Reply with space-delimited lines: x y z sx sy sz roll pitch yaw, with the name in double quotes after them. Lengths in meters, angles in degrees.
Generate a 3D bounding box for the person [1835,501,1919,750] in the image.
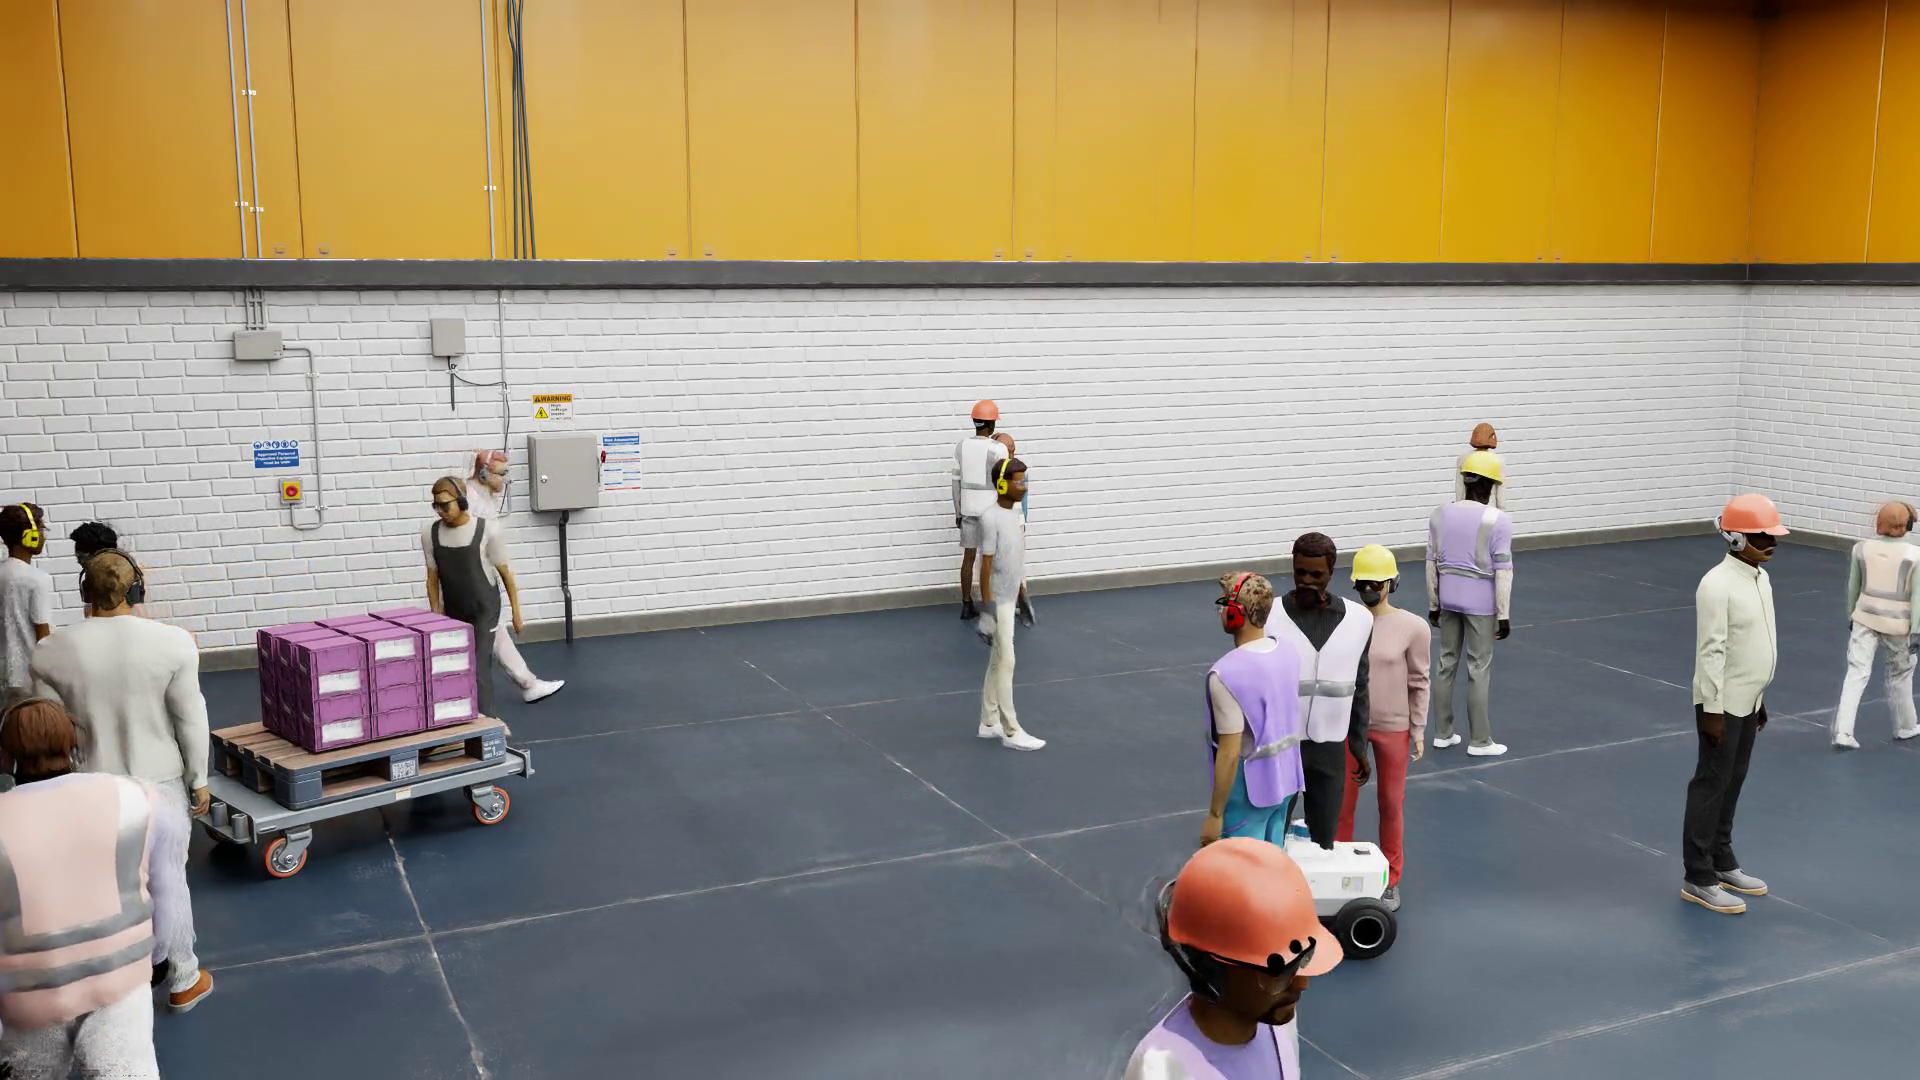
5.893 0.540 10.604 0.883 1.587 0.536 -6 11 -34 "person"

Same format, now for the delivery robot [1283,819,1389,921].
1.554 1.508 7.517 0.707 0.478 0.477 0 9 -1 "delivery robot"

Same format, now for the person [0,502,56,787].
-4.793 0.727 8.637 0.560 1.855 0.393 4 10 24 "person"

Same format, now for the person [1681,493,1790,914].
3.710 0.764 7.970 0.381 1.994 0.615 9 13 43 "person"

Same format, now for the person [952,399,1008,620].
0.204 -0.258 14.489 0.550 1.935 0.376 5 11 30 "person"

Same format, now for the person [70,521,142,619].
-4.786 0.721 9.284 0.829 1.647 0.534 -7 11 -37 "person"

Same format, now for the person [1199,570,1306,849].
1.176 1.040 6.714 0.396 1.847 0.565 8 12 40 "person"

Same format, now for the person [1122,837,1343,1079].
0.458 1.519 3.197 0.532 2.023 0.625 6 11 31 "person"

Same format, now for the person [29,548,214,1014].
-3.369 0.990 6.746 0.632 1.940 0.372 -2 9 -14 "person"

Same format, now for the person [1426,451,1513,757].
3.212 0.401 10.469 0.395 1.915 0.588 -7 12 -37 "person"

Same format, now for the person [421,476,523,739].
-3.038 0.464 10.479 0.568 1.802 0.796 2 9 10 "person"

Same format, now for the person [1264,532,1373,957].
1.519 0.902 7.361 0.597 1.915 0.369 -1 9 -6 "person"

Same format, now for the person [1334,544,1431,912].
1.947 0.889 7.903 0.533 1.767 0.325 4 10 24 "person"

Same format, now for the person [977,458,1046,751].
0.334 0.403 10.656 0.465 1.864 0.575 3 10 20 "person"

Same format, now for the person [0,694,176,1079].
-2.659 1.346 4.998 0.628 1.798 0.968 -7 11 -36 "person"

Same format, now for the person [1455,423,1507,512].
4.880 -0.285 15.587 0.500 1.636 0.280 9 12 43 "person"

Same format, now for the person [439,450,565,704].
-3.371 0.274 11.625 1.139 1.797 0.656 -2 9 -11 "person"

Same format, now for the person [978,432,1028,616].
0.384 -0.119 14.550 0.515 1.639 0.314 -6 11 -34 "person"
